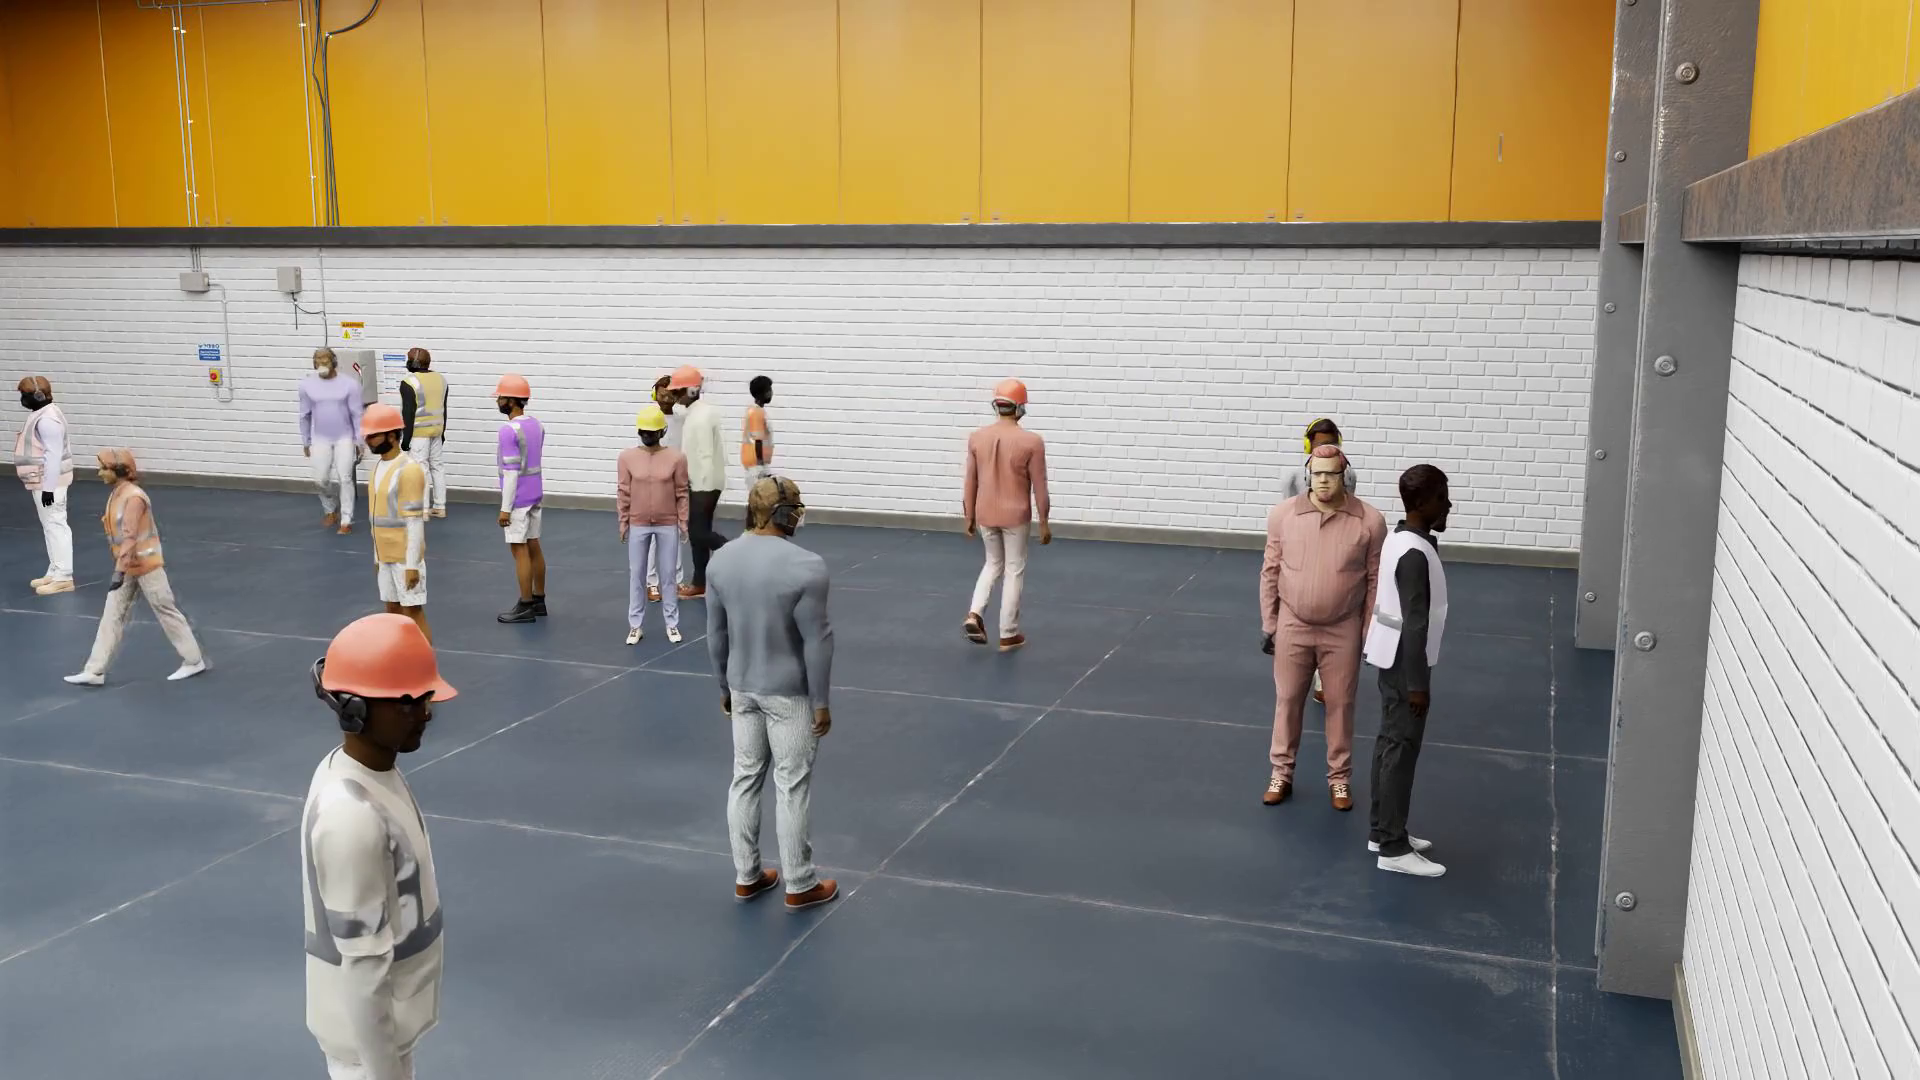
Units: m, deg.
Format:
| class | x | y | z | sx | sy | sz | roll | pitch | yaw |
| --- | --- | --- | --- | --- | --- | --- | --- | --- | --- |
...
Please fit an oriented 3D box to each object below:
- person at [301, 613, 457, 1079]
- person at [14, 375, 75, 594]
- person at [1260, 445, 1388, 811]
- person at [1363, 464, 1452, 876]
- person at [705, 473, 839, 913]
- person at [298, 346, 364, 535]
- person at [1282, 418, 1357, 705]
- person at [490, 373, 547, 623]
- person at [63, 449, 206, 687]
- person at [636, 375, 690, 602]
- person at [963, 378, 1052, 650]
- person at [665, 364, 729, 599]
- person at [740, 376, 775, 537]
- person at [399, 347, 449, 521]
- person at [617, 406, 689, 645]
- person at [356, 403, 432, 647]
| class | x | y | z | sx | sy | sz | roll | pitch | yaw |
| --- | --- | --- | --- | --- | --- | --- | --- | --- | --- |
| person | -1.420 | 1.183 | 4.159 | 0.393 | 2.040 | 0.611 | -3 | 11 | -17 |
| person | -7.720 | -0.470 | 14.038 | 0.429 | 1.841 | 0.625 | -7 | 12 | -33 |
| person | 1.867 | 0.455 | 8.634 | 0.636 | 1.909 | 0.406 | 3 | 10 | 16 |
| person | 2.098 | 0.595 | 7.812 | 0.390 | 1.920 | 0.587 | 1 | 10 | 7 |
| person | -0.827 | 0.673 | 7.328 | 0.628 | 1.936 | 0.374 | 6 | 12 | 29 |
| person | -6.326 | -0.998 | 16.778 | 0.650 | 1.921 | 0.437 | -2 | 10 | -9 |
| person | 2.271 | 0.153 | 10.465 | 0.546 | 1.867 | 0.325 | -3 | 10 | -14 |
| person | -3.427 | -0.323 | 12.916 | 0.347 | 1.942 | 0.549 | 2 | 10 | 11 |
| person | -5.480 | 0.190 | 11.016 | 0.519 | 1.589 | 0.856 | 10 | 14 | 44 |
| person | -2.417 | -0.428 | 13.744 | 0.517 | 1.862 | 0.328 | -7 | 12 | -34 |
| person | 0.325 | -0.170 | 11.979 | 0.635 | 1.974 | 0.535 | 6 | 12 | 31 |
| person | -2.056 | -0.467 | 13.668 | 0.685 | 1.963 | 0.651 | -3 | 11 | -17 |
| person | -1.934 | -0.734 | 15.957 | 0.340 | 1.679 | 0.605 | -1 | 10 | -7 |
| person | -5.724 | -1.127 | 17.716 | 0.429 | 1.846 | 0.633 | 4 | 11 | 24 |
| person | -2.247 | -0.106 | 12.206 | 0.523 | 1.763 | 0.329 | -2 | 10 | -9 |
| person | -3.615 | 0.088 | 10.631 | 0.543 | 1.935 | 0.372 | 9 | 14 | 43 |
